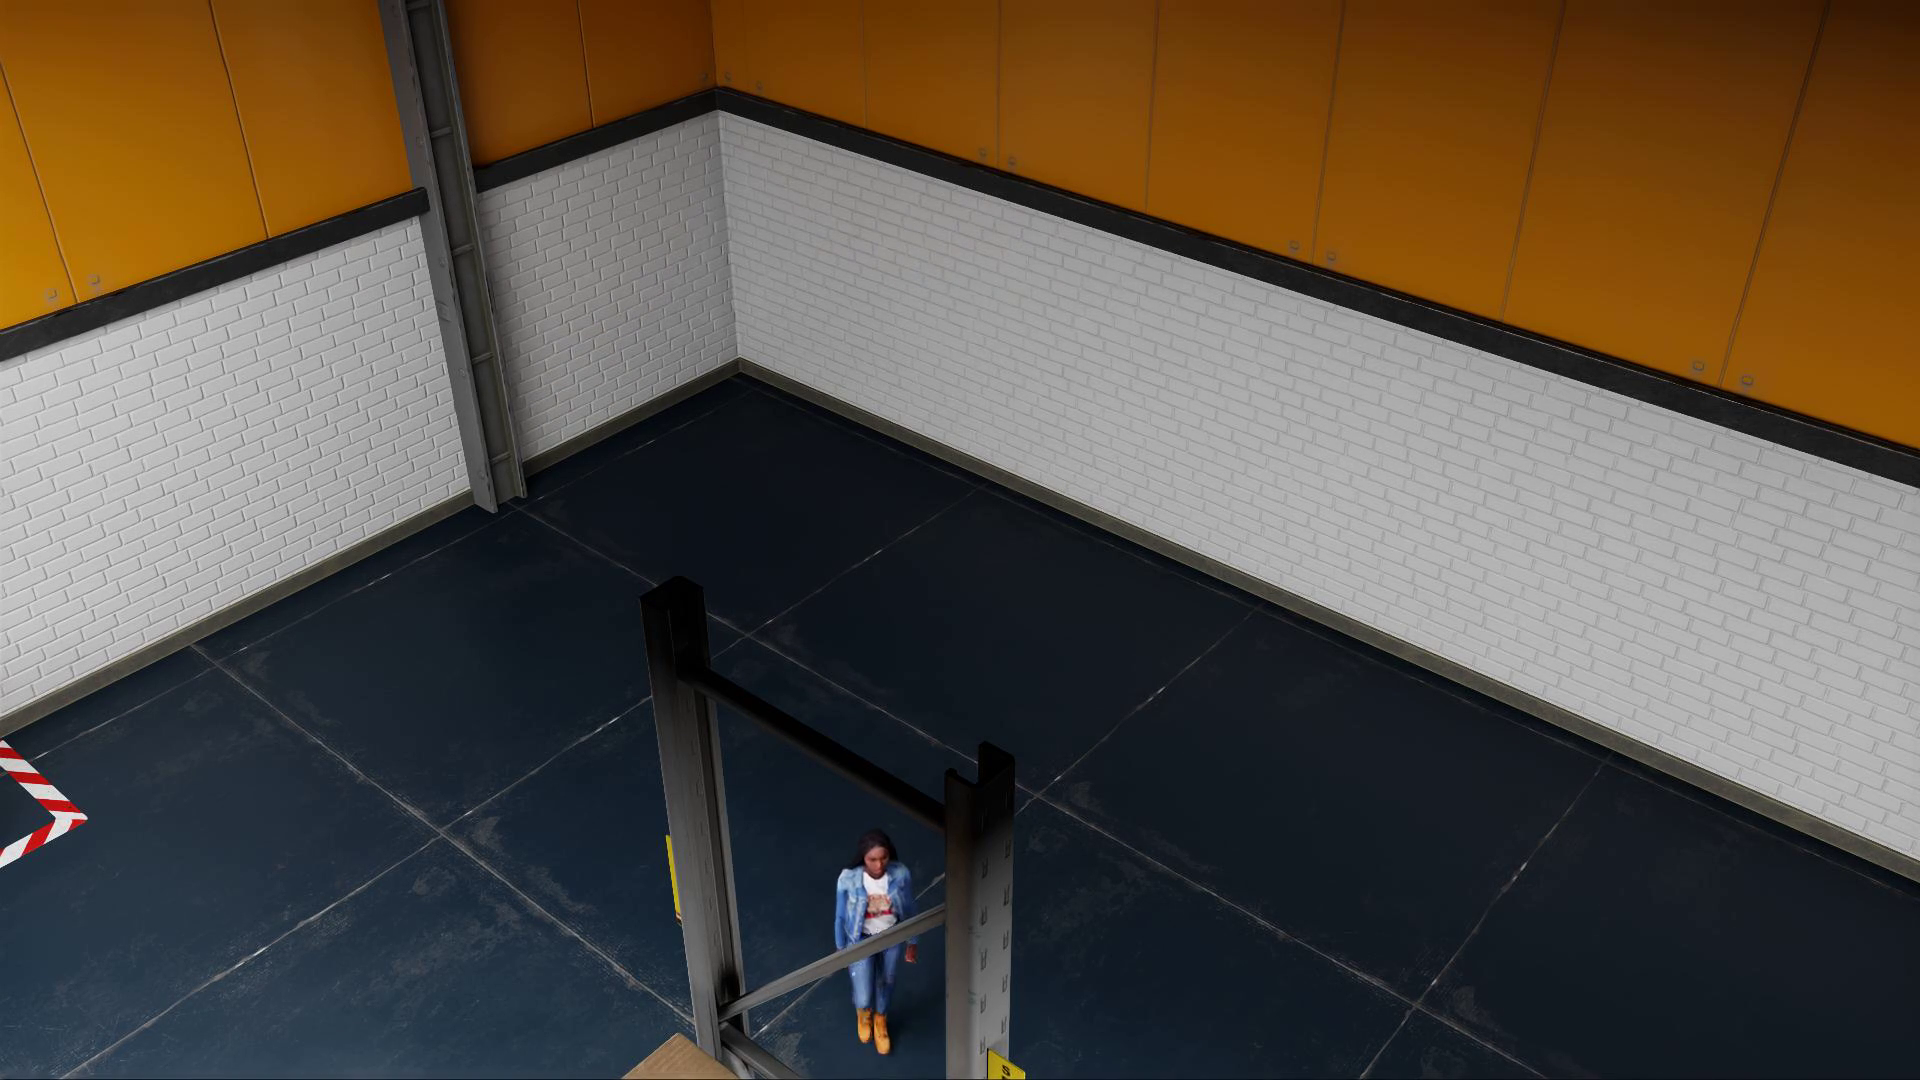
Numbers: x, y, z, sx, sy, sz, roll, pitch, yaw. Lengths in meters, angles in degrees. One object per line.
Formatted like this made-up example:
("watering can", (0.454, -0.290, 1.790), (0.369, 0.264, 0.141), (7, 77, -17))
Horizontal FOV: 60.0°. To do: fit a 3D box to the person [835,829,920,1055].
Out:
("person", (-0.520, 2.304, 9.787), (0.735, 1.704, 0.818), (-9, 35, -13))
